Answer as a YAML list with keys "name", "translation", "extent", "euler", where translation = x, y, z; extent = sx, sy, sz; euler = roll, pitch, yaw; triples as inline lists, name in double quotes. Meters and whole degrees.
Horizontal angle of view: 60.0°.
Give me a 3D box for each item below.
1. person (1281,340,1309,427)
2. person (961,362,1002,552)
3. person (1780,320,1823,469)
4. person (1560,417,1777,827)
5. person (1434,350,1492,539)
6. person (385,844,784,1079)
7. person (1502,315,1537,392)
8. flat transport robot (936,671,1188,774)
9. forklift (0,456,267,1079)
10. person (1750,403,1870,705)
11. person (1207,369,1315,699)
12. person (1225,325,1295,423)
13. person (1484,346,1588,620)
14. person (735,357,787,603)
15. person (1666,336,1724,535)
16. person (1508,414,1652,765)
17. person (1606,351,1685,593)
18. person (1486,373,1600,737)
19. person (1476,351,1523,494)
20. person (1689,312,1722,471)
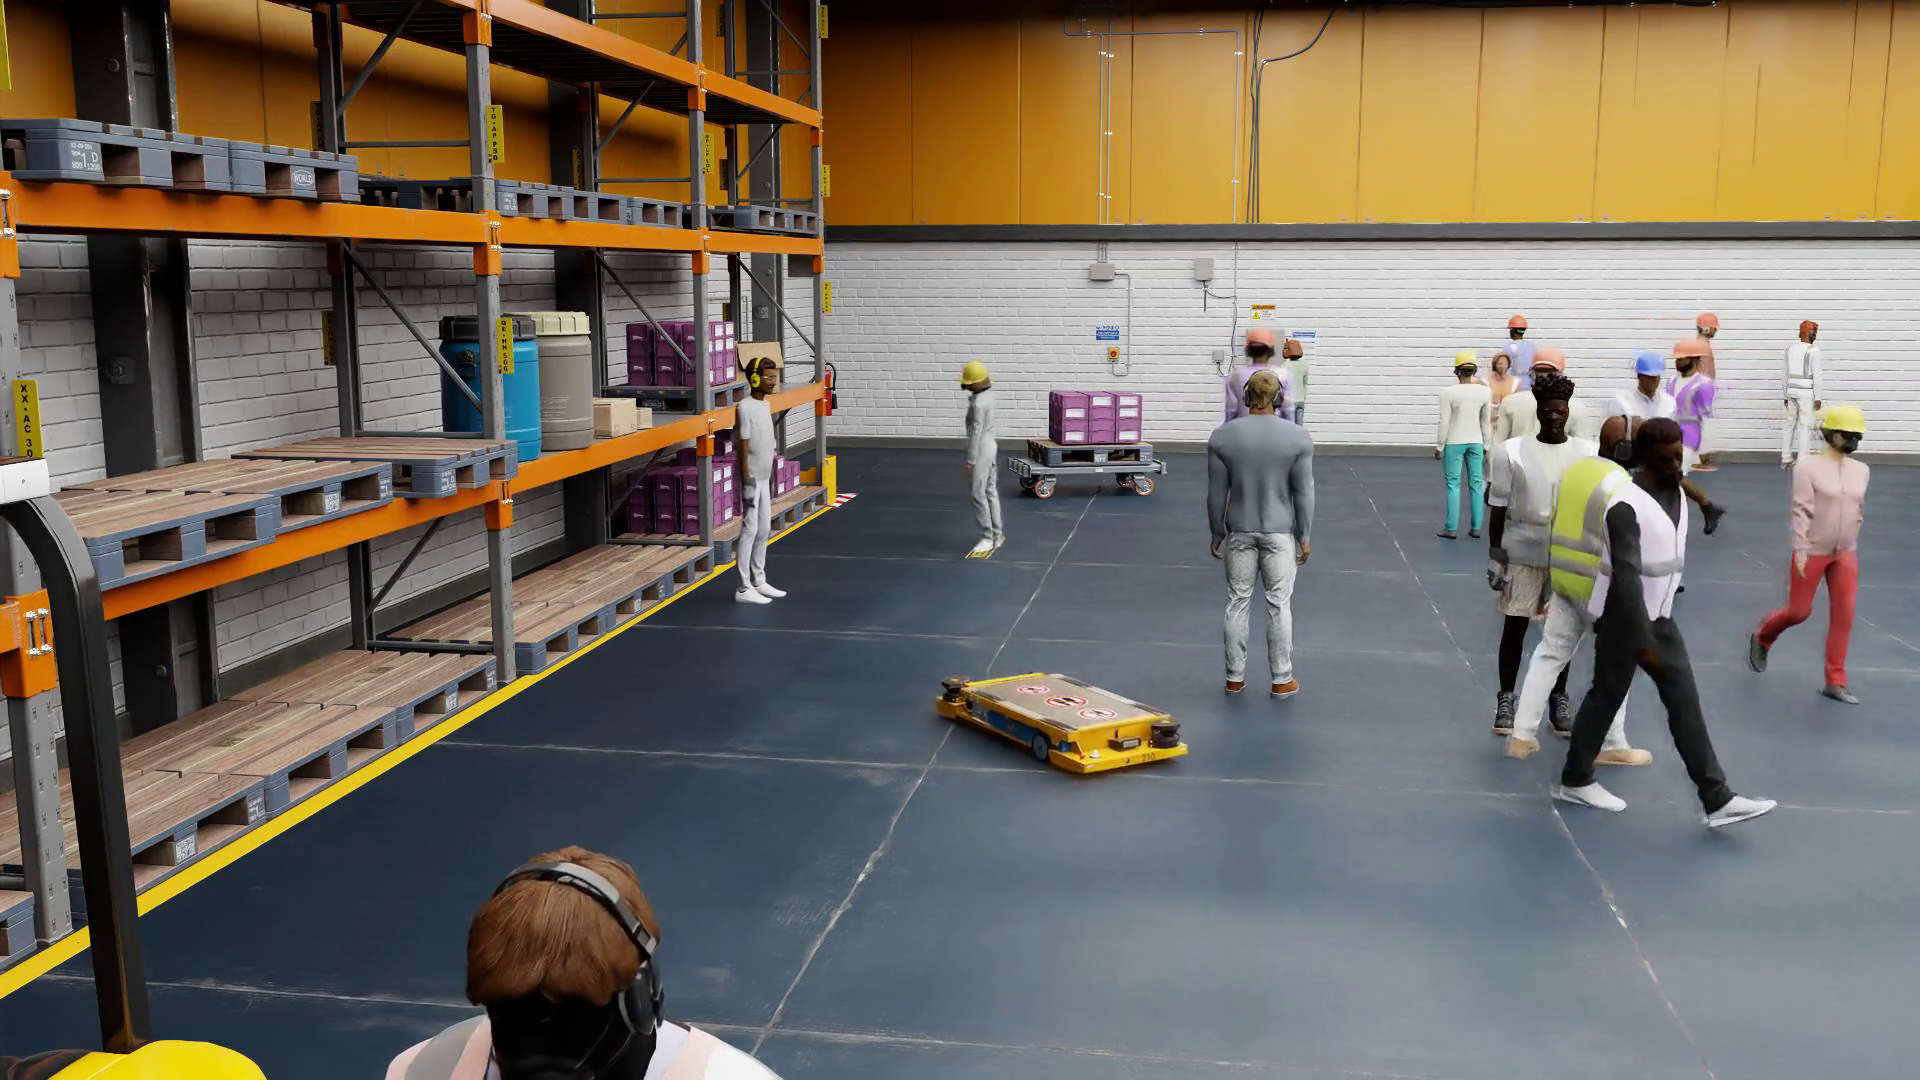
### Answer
- name: "person"
  translation: [4.209, -1.718, 21.096]
  extent: [0.499, 1.634, 0.279]
  euler: [-7, 12, -38]
- name: "person"
  translation: [0.199, -0.759, 14.958]
  extent: [0.337, 1.704, 0.633]
  euler: [1, 9, 6]
- name: "person"
  translation: [10.558, -1.803, 20.843]
  extent: [0.355, 1.887, 0.573]
  euler: [-3, 10, -19]
- name: "person"
  translation: [3.139, 0.385, 7.428]
  extent: [0.605, 1.856, 1.001]
  euler: [-8, 12, -41]
- name: "person"
  translation: [4.702, -0.890, 15.589]
  extent: [0.536, 1.767, 0.326]
  euler: [-2, 9, -10]
- name: "person"
  translation: [-0.465, 1.268, 2.062]
  extent: [0.622, 1.839, 0.429]
  euler: [2, 9, 11]
- name: "person"
  translation: [7.179, -1.941, 21.540]
  extent: [0.552, 1.935, 0.367]
  euler: [-5, 10, -28]
- name: "flat transport robot"
  translation: [0.512, 0.939, 8.895]
  extent: [0.652, 0.197, 1.431]
  euler: [-6, 11, -31]
- name: "forklift"
  translation: [-2.328, 0.975, 2.765]
  extent: [2.313, 2.155, 1.214]
  euler: [1, 9, 9]
- name: "person"
  translation: [5.064, 0.050, 9.834]
  extent: [0.518, 1.747, 0.699]
  euler: [-2, 9, -9]
- name: "person"
  translation: [1.758, -0.028, 9.755]
  extent: [0.627, 1.935, 0.373]
  euler: [3, 10, 20]
- name: "person"
  translation: [2.624, -0.869, 14.628]
  extent: [0.625, 2.032, 0.552]
  euler: [4, 10, 25]
- name: "person"
  translation: [4.199, -0.424, 12.103]
  extent: [0.698, 1.962, 0.705]
  euler: [4, 10, 25]
- name: "person"
  translation: [-1.533, -0.449, 12.604]
  extent: [0.321, 1.854, 0.519]
  euler: [3, 10, 18]
- name: "person"
  translation: [6.769, -0.933, 15.405]
  extent: [0.818, 1.911, 0.546]
  euler: [-2, 9, -11]
- name: "person"
  translation: [3.156, 0.260, 8.430]
  extent: [0.683, 1.806, 0.647]
  euler: [-2, 9, -11]
- name: "person"
  translation: [5.300, -0.530, 13.009]
  extent: [0.651, 1.885, 1.012]
  euler: [-1, 9, -7]
- name: "person"
  translation: [3.147, 0.085, 8.955]
  extent: [0.609, 1.965, 0.364]
  euler: [1, 9, 9]
- name: "person"
  translation: [5.892, -1.254, 18.230]
  extent: [0.536, 1.623, 0.388]
  euler: [1, 9, 4]
- name: "person"
  translation: [9.296, -1.862, 20.884]
  extent: [0.390, 1.997, 0.620]
  euler: [1, 9, 8]
